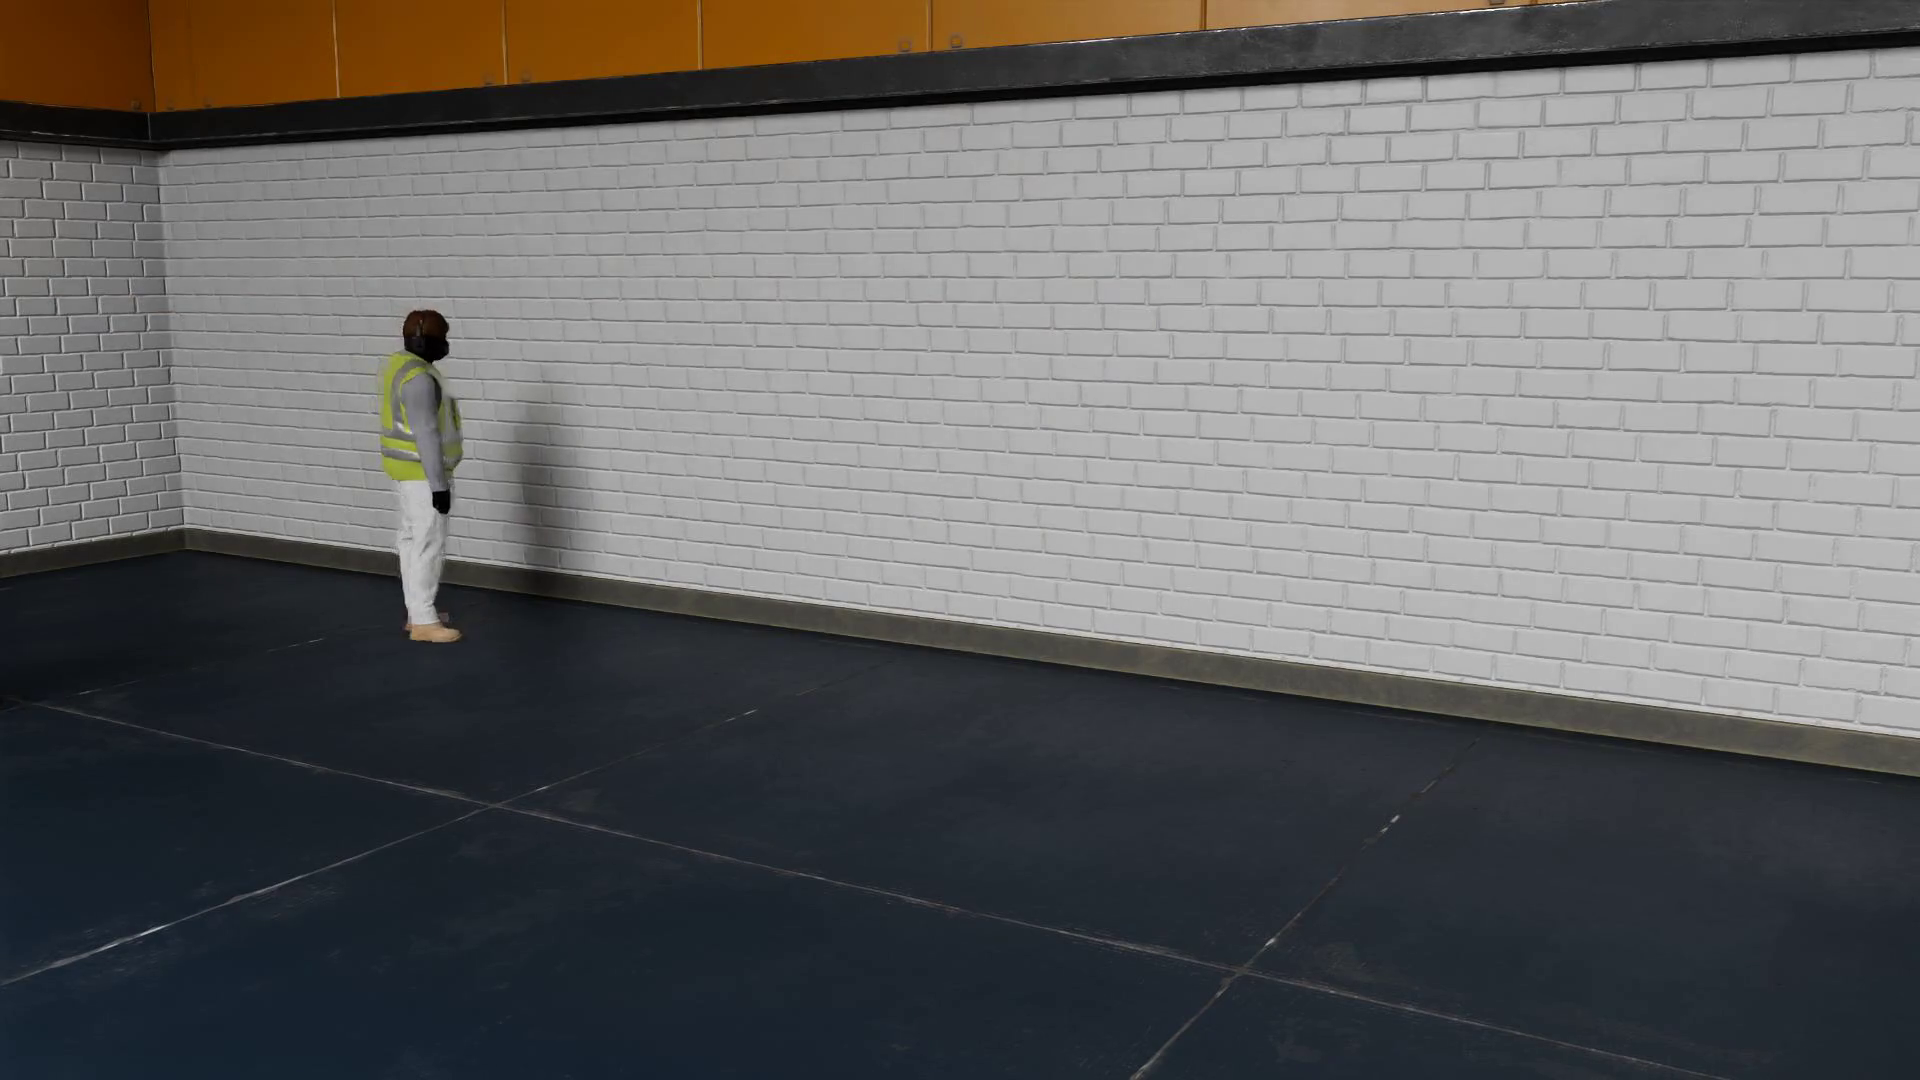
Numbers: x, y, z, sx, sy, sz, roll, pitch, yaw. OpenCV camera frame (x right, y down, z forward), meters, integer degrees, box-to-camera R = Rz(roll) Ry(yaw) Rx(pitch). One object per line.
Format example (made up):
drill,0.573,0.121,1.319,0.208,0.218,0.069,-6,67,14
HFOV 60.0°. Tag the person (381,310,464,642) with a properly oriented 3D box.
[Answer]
person,-2.980,-0.358,9.271,0.431,1.819,0.665,-5,10,-26
